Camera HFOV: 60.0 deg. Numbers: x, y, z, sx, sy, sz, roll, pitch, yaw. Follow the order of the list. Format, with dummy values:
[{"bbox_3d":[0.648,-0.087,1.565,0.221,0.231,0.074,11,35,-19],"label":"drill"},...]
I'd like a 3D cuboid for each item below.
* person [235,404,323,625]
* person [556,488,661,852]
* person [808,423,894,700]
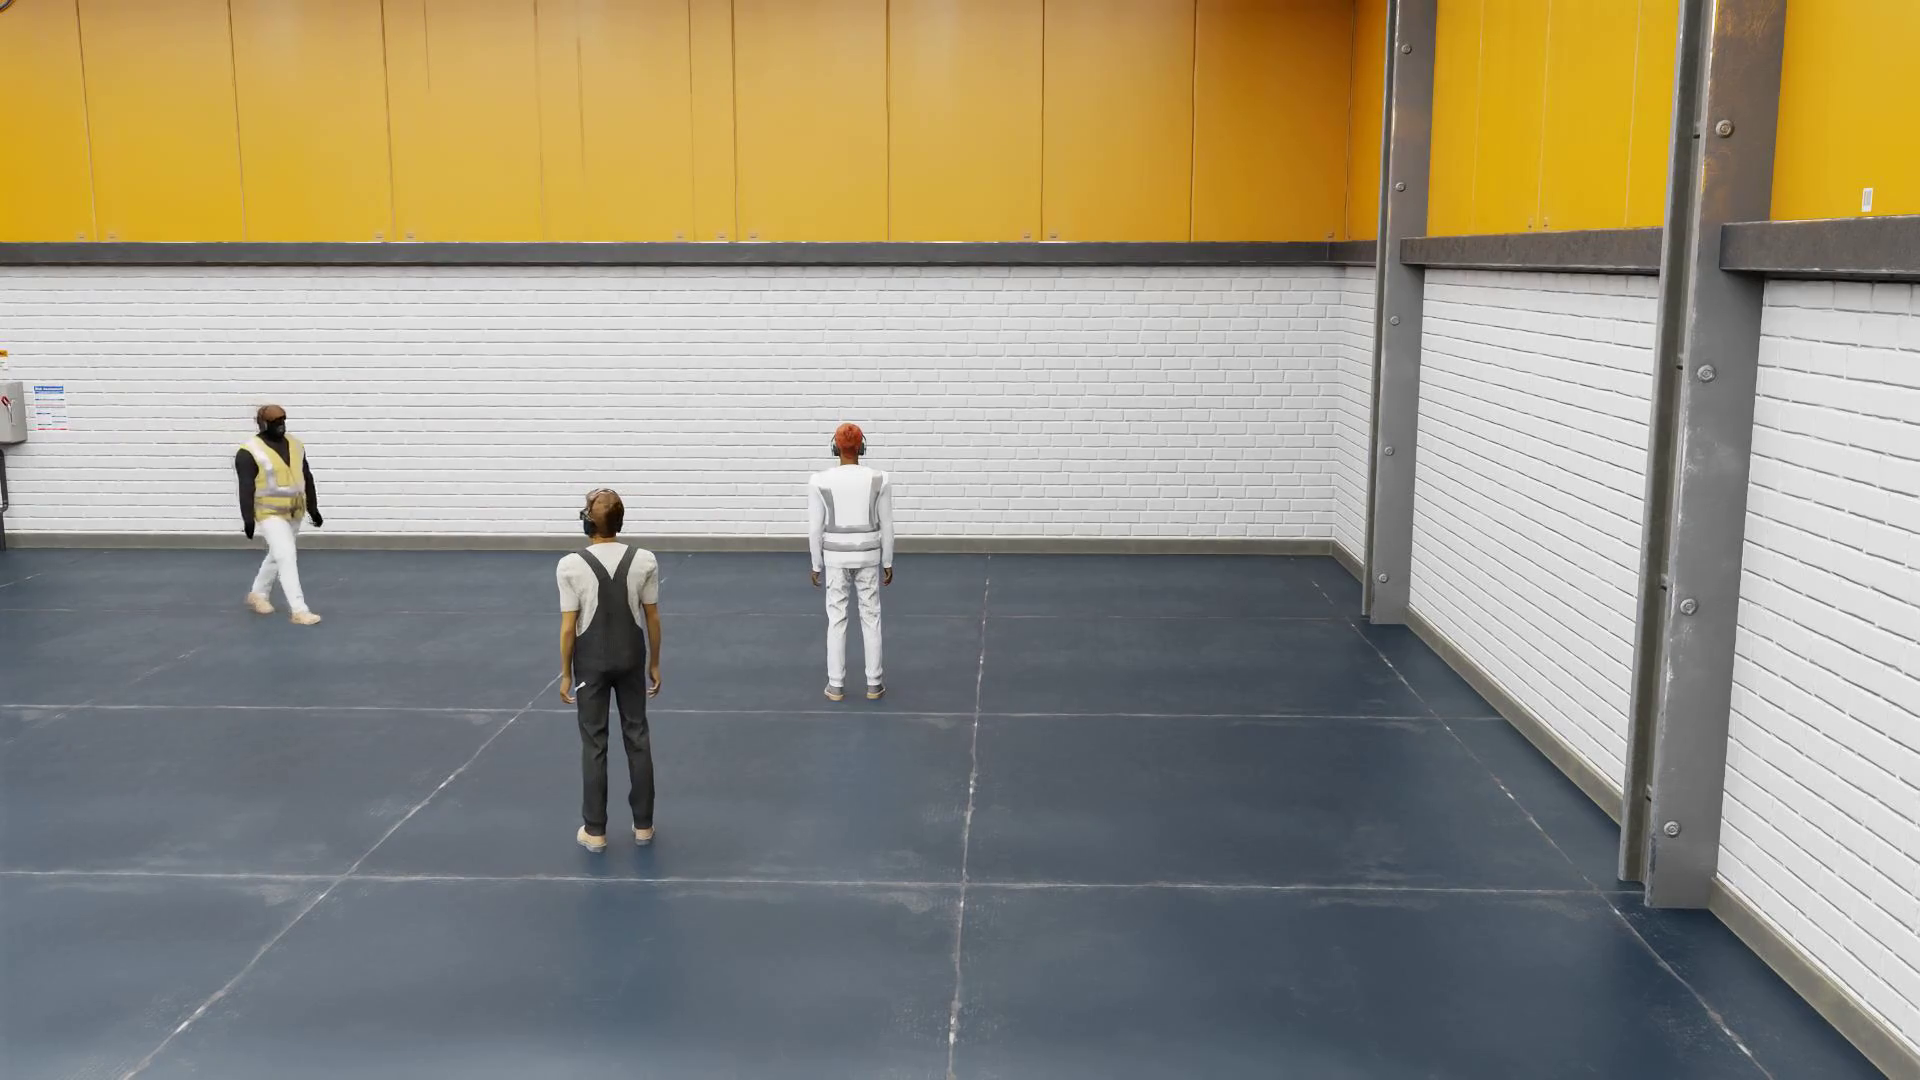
[{"bbox_3d":[-5.646,-0.233,13.702,0.933,1.805,0.622,4,11,25],"label":"person"},{"bbox_3d":[-1.764,0.651,8.393,0.513,1.846,0.334,-4,11,-24],"label":"person"},{"bbox_3d":[-0.730,0.150,11.226,0.576,1.883,0.355,-1,10,-7],"label":"person"}]
